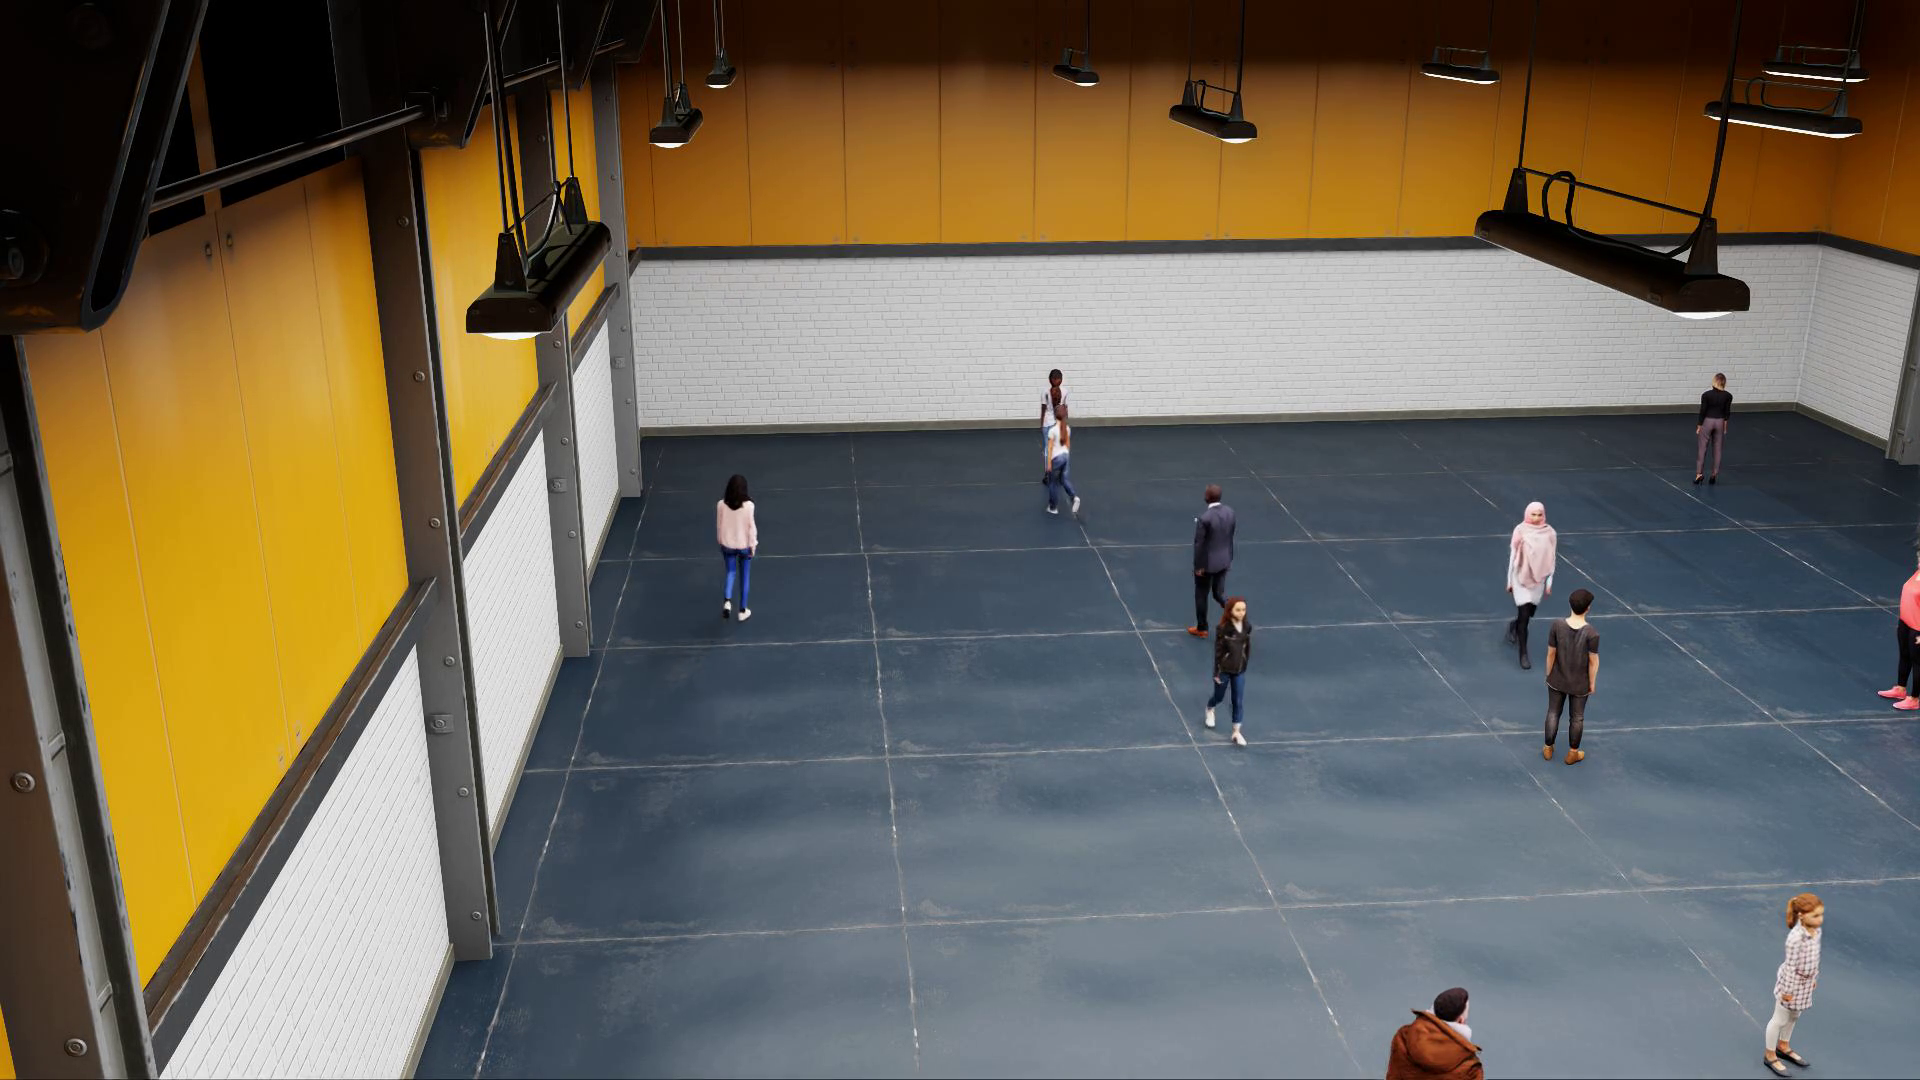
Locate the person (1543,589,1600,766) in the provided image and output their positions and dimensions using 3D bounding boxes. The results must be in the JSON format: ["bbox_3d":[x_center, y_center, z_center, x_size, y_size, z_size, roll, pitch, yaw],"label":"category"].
[{"bbox_3d":[5.739,1.276,15.631,0.710,1.717,0.749,12,22,32],"label":"person"}]

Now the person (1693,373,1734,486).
[{"bbox_3d":[10.998,-1.622,24.307,0.620,1.672,0.562,1,19,3],"label":"person"}]

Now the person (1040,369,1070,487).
[{"bbox_3d":[1.376,-1.660,24.344,0.601,1.720,0.565,-5,19,-13],"label":"person"}]

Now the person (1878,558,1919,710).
[{"bbox_3d":[9.698,0.878,16.850,0.674,1.694,0.496,1,19,2],"label":"person"}]

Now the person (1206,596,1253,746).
[{"bbox_3d":[2.596,1.227,16.177,0.666,1.460,0.978,-5,19,-14],"label":"person"}]

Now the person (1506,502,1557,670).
[{"bbox_3d":[6.133,0.446,18.002,0.738,1.776,1.161,1,19,3],"label":"person"}]

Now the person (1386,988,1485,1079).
[{"bbox_3d":[2.616,3.356,9.309,1.040,1.809,1.079,17,25,42],"label":"person"}]

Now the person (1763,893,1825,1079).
[{"bbox_3d":[5.641,2.969,11.236,0.616,1.313,0.650,-12,22,-31],"label":"person"}]

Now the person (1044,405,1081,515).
[{"bbox_3d":[1.406,-1.084,22.900,0.783,1.551,0.941,-13,22,-33],"label":"person"}]

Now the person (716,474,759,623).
[{"bbox_3d":[-2.576,0.123,18.992,0.772,1.757,0.876,4,19,11],"label":"person"}]

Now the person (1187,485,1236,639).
[{"bbox_3d":[2.847,0.293,18.416,0.974,1.802,1.123,-11,22,-30],"label":"person"}]
